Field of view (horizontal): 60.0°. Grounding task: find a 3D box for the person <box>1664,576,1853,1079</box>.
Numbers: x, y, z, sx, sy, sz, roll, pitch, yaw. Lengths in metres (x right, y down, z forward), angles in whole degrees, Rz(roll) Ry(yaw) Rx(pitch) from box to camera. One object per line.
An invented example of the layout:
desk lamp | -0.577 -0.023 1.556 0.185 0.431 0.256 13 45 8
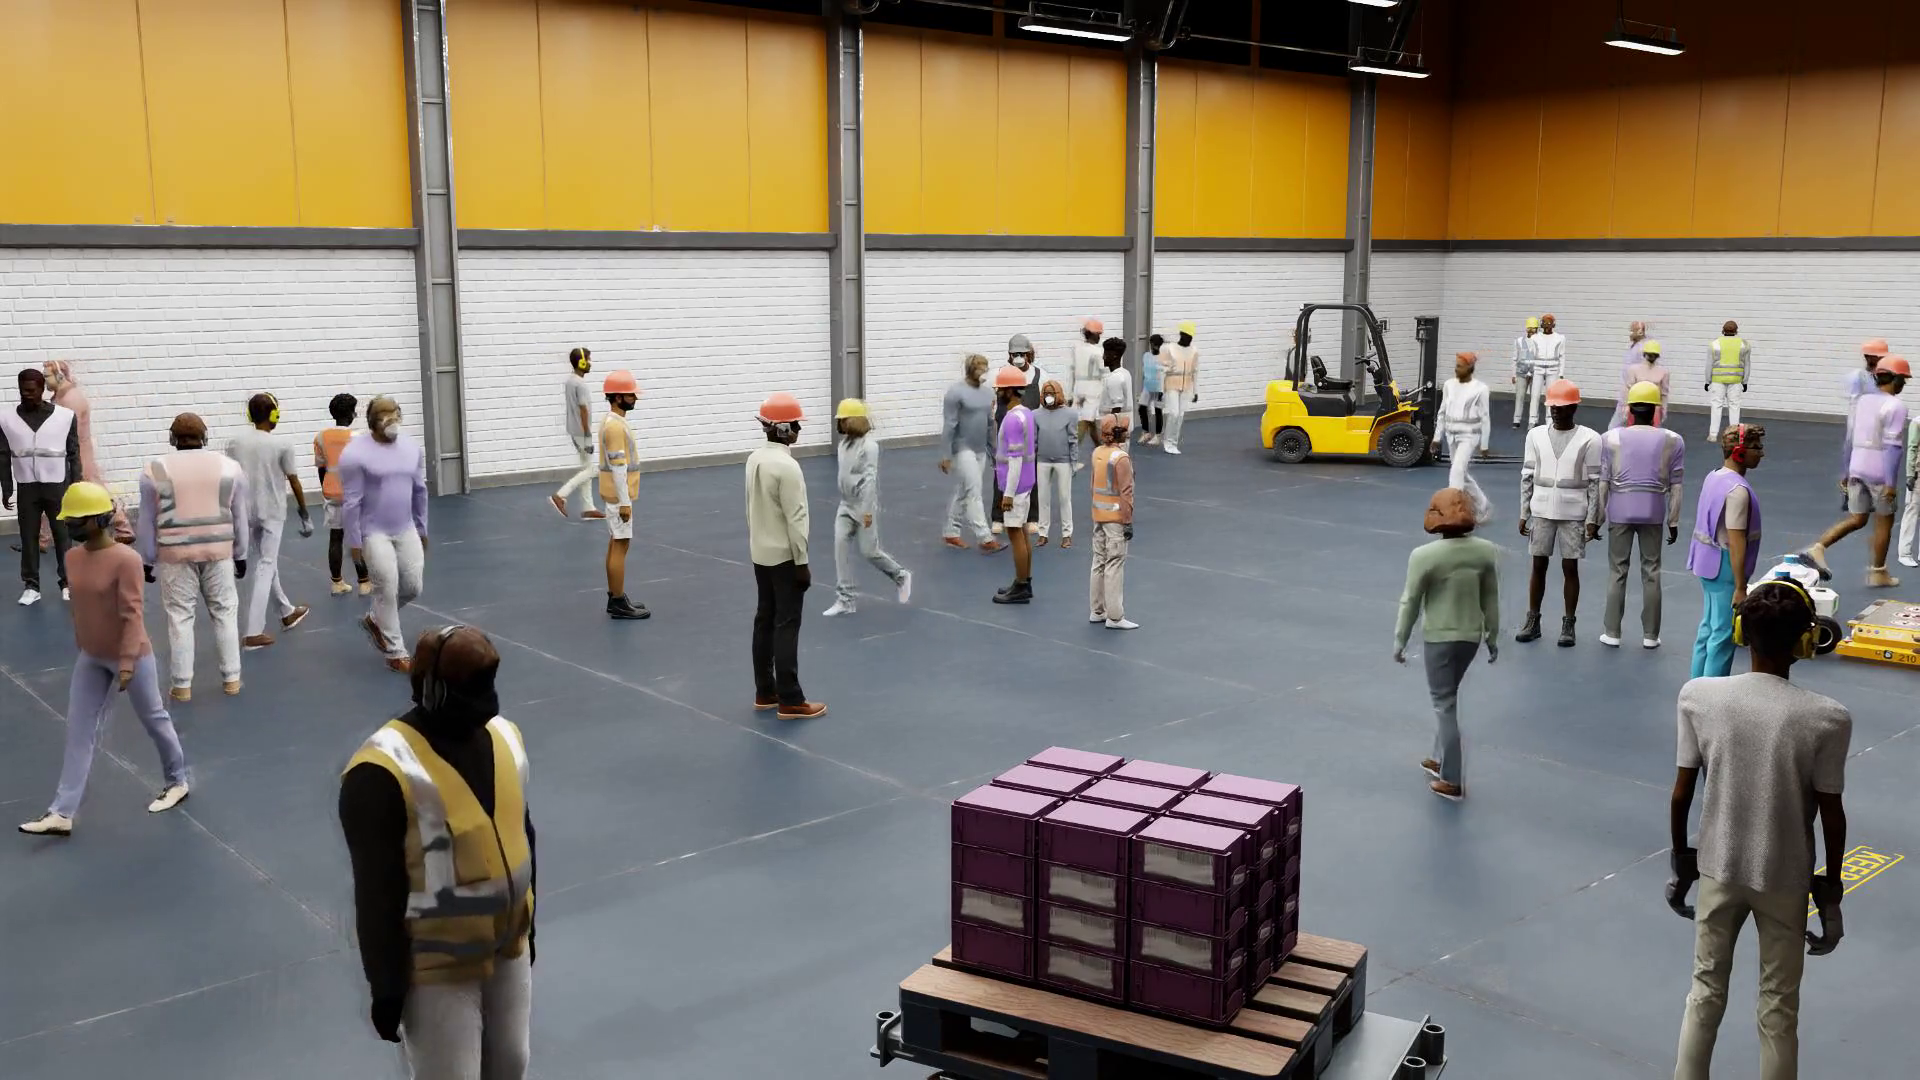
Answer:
person | 2.409 1.032 5.044 0.514 1.872 0.328 8 13 39

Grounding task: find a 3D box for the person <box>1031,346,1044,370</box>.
person | 0.913 -1.894 22.962 0.530 1.600 0.850 6 11 32

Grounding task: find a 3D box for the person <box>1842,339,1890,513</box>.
person | 9.905 -1.227 18.109 0.562 1.918 0.554 -3 10 -16

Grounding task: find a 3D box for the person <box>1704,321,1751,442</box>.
person | 11.631 -2.404 25.245 0.634 1.841 0.429 3 10 15

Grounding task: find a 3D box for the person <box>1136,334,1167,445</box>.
person | 2.879 -2.222 24.675 0.543 1.662 0.471 9 13 42

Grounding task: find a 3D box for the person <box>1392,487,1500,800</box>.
person | 2.526 0.518 8.777 0.533 1.606 0.655 -3 10 -18

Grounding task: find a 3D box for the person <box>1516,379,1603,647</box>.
person | 4.321 -0.195 12.027 0.553 1.935 0.362 6 12 33

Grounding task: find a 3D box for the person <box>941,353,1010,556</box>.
person | 0.188 -0.806 15.722 0.972 1.893 0.644 8 13 39

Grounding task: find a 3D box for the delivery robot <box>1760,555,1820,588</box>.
delivery robot | 6.273 0.354 12.584 0.477 0.478 0.707 6 12 34

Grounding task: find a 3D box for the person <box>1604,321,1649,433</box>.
person | 9.737 -2.236 24.186 0.964 1.856 0.678 0 10 2

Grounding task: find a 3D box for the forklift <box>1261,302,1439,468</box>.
forklift | 5.320 -2.157 22.763 2.313 2.155 1.214 3 10 16

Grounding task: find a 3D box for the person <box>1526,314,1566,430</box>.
person | 9.429 -2.692 26.801 0.582 1.882 0.338 3 10 19

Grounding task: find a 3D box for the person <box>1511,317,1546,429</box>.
person | 9.253 -2.698 26.985 0.591 1.834 0.404 4 11 25

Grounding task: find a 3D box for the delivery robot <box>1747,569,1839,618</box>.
delivery robot | 5.913 0.454 11.996 0.707 0.478 0.477 3 10 15

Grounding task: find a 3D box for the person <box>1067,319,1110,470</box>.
person | 1.768 -1.933 22.064 1.064 1.982 0.637 -8 12 -39

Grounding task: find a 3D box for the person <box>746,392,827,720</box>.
person | -1.089 0.095 10.162 0.376 1.995 0.609 -7 12 -34

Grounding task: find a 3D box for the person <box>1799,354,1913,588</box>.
person | 7.628 -0.573 14.061 0.785 2.008 0.653 -2 10 -11

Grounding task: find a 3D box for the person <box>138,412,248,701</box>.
person | -4.868 0.104 10.596 0.630 1.835 0.429 -7 12 -34

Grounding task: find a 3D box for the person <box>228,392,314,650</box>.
person | -5.025 -0.164 12.183 0.531 1.820 0.954 2 10 13

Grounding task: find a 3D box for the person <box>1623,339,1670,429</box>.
person | 8.833 -1.698 21.422 0.541 1.781 0.512 3 10 17

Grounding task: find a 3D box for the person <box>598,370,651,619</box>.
person | -2.627 -0.354 12.957 0.359 1.939 0.543 -3 10 -16

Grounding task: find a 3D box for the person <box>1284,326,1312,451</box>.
person | 4.780 -2.187 24.041 0.636 1.821 0.549 0 10 -2

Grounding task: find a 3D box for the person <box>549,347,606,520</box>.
person | -4.041 -1.112 17.630 0.583 1.855 0.549 -4 11 -24

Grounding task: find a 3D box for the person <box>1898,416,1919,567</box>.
person | 8.806 -0.569 15.100 0.523 1.636 0.310 -3 10 -15

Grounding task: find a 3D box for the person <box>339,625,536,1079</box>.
person | -1.430 1.125 4.628 0.535 1.822 0.642 5 11 26

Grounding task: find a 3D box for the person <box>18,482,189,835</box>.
person | -4.203 0.573 8.168 0.537 1.718 0.906 4 10 20

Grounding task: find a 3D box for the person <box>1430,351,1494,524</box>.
person | 5.256 -1.039 17.231 0.903 1.854 0.574 -5 11 -25

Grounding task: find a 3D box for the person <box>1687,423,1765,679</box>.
person | 4.509 0.228 9.816 0.378 1.844 0.569 2 10 9

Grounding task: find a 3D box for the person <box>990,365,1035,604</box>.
person | 0.417 -0.447 13.503 0.373 1.934 0.551 2 10 12

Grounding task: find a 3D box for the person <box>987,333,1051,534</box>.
person | 0.592 -1.068 16.838 0.673 2.000 0.536 0 10 1

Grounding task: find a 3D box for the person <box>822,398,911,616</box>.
person | -0.746 -0.268 13.095 0.695 1.719 0.489 -9 13 -43

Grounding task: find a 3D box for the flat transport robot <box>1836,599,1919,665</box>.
flat transport robot | 6.820 0.652 11.940 0.652 0.197 1.431 8 12 39

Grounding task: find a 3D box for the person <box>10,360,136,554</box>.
person | -8.435 -0.787 15.791 1.077 1.843 0.647 -7 12 -37

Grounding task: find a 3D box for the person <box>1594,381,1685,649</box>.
person | 4.857 -0.176 11.955 0.591 1.923 0.381 3 10 16

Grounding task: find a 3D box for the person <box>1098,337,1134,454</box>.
person | 1.649 -1.169 17.645 0.369 1.967 0.601 3 10 16

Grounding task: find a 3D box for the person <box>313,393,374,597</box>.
person | -5.059 -0.365 13.742 0.533 1.692 0.319 3 10 16

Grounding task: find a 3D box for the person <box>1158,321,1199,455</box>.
person | 3.118 -2.152 23.586 0.618 1.895 0.482 -4 11 -24

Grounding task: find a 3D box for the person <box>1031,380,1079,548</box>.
person | 0.899 -0.737 16.118 0.504 1.627 0.290 3 10 15

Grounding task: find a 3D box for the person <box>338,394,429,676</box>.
person | -3.917 -0.048 11.235 0.618 1.912 0.641 8 12 38

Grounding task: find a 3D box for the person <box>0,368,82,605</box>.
person | -7.460 -0.439 13.518 0.592 1.916 0.375 -4 10 -21

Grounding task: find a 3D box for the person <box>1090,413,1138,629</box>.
person | 1.154 -0.144 12.604 0.307 1.639 0.525 -4 11 -23

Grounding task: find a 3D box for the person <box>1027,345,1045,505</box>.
person | 0.657 -1.223 18.140 0.638 1.909 0.408 -7 12 -35
